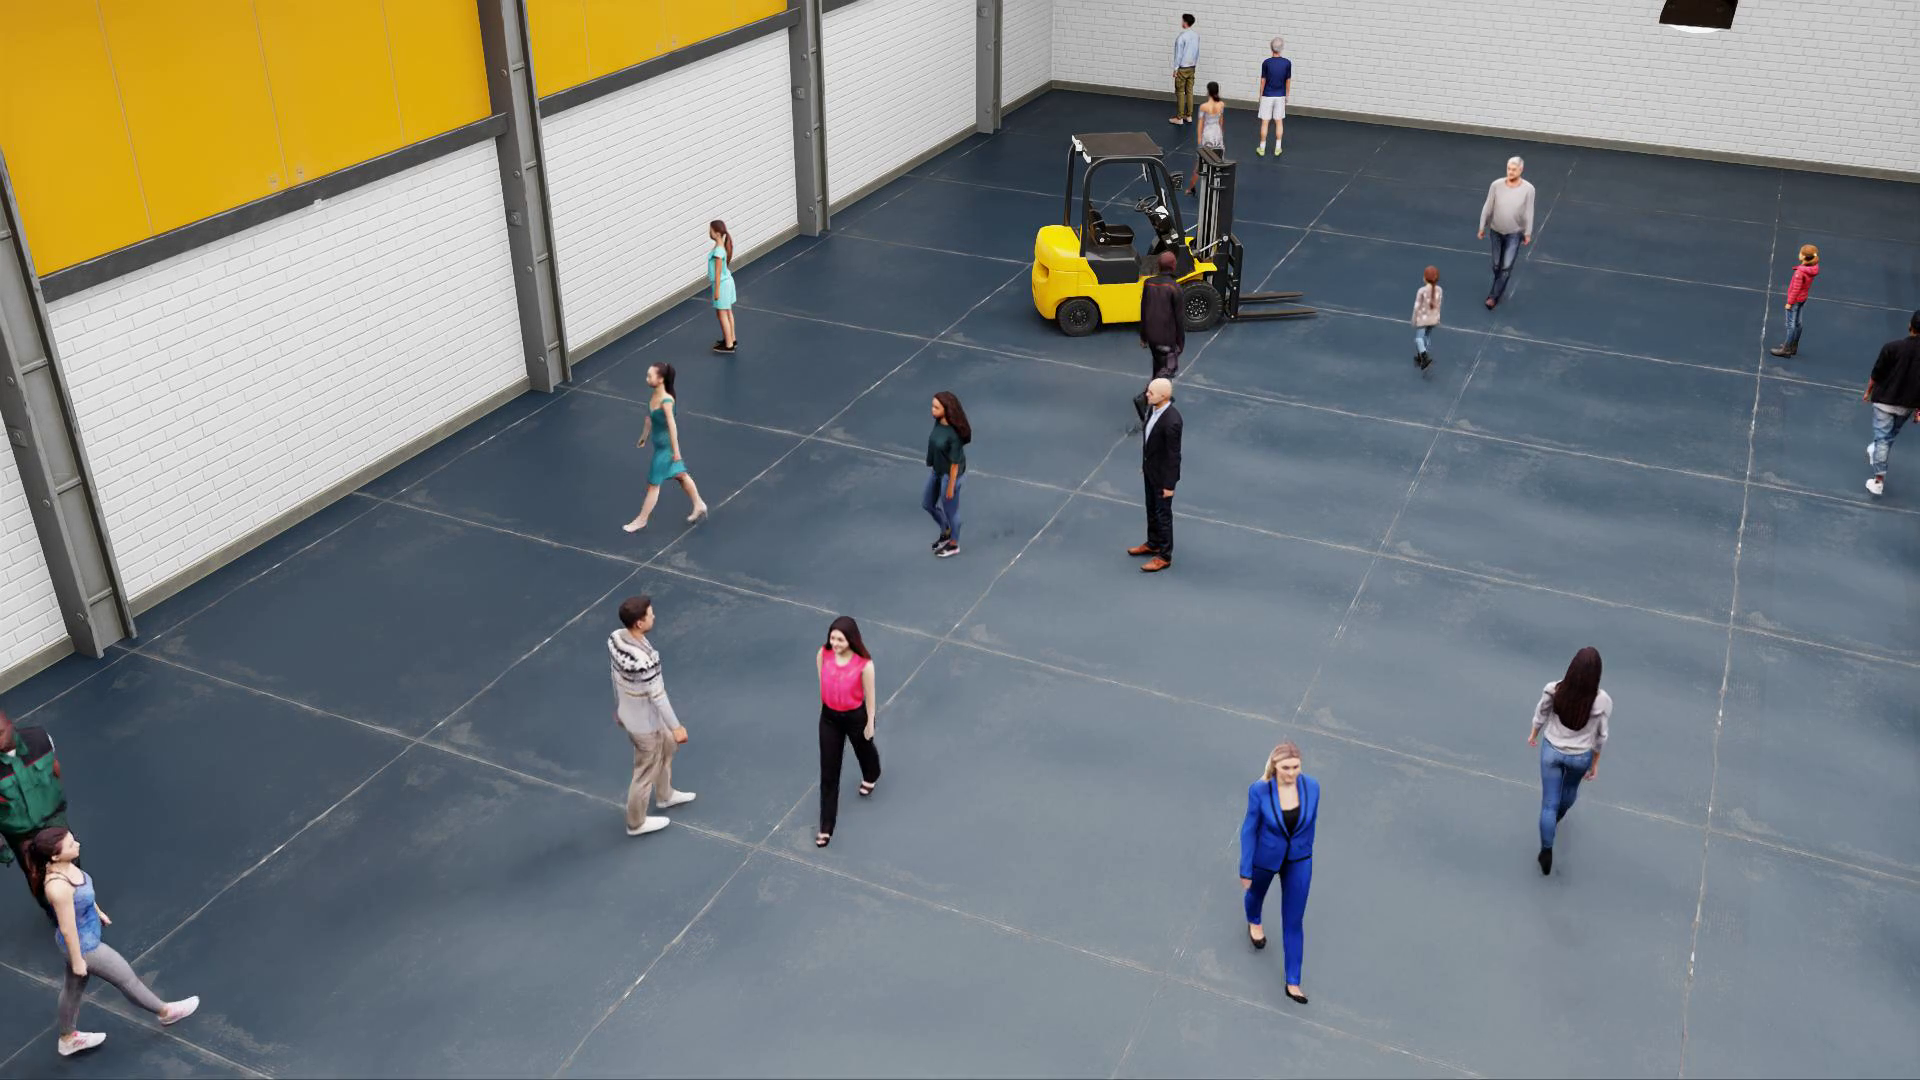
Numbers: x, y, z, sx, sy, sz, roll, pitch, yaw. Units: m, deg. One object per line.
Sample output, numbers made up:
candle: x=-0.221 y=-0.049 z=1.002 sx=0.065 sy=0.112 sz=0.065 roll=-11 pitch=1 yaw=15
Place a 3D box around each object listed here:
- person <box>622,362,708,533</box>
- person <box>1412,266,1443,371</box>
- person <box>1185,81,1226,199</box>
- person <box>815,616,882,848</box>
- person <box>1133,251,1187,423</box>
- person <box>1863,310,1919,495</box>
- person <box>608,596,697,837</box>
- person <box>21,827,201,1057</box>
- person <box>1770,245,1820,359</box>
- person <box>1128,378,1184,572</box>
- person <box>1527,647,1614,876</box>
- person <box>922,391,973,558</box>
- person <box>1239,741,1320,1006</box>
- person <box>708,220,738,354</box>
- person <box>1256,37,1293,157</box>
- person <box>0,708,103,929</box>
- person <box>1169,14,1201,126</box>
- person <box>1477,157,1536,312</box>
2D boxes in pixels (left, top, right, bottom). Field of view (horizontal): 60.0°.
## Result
person: x=-2.623 y=-0.845 z=15.269 sx=1.083 sy=1.636 sz=0.981 roll=-12 pitch=31 yaw=-21
person: x=5.270 y=-2.476 z=18.732 sx=0.704 sy=1.184 sz=0.804 roll=-5 pitch=29 yaw=-8
person: x=3.654 y=-5.633 z=23.887 sx=1.014 sy=1.789 sz=1.081 roll=-9 pitch=30 yaw=-16
person: x=-0.749 y=1.231 z=11.489 sx=0.688 sy=1.613 sz=1.148 roll=9 pitch=30 yaw=16
person: x=2.070 y=-2.100 z=17.404 sx=0.908 sy=1.794 sz=1.162 roll=23 pitch=36 yaw=36
person: x=8.985 y=-1.285 z=15.952 sx=0.861 sy=1.755 sz=1.242 roll=7 pitch=29 yaw=12
person: x=-2.219 y=1.228 z=11.259 sx=0.984 sy=1.837 sz=0.919 roll=-14 pitch=32 yaw=-24
person: x=-5.094 y=2.328 z=9.522 sx=1.091 sy=1.568 sz=0.944 roll=-16 pitch=32 yaw=-27
person: x=9.626 y=-2.751 z=19.097 sx=0.543 sy=1.317 sz=0.648 roll=-21 pitch=35 yaw=-33
person: x=1.761 y=-0.600 z=14.651 sx=0.823 sy=1.797 sz=0.753 roll=-9 pitch=30 yaw=-16
person: x=4.015 y=1.494 z=11.034 sx=0.695 sy=1.586 sz=1.035 roll=9 pitch=30 yaw=16
person: x=-0.046 y=-0.594 z=14.837 sx=0.781 sy=1.610 sz=0.731 roll=-14 pitch=32 yaw=-24
person: x=1.912 y=1.911 z=10.197 sx=1.023 sy=1.655 sz=1.226 roll=-3 pitch=29 yaw=-5
person: x=-2.737 y=-2.937 z=19.185 sx=0.668 sy=1.559 sz=0.556 roll=3 pitch=29 yaw=6
person: x=4.986 y=-7.055 z=26.444 sx=0.713 sy=1.837 sz=0.696 roll=0 pitch=29 yaw=0
person: x=-5.815 y=1.726 z=10.395 sx=0.867 sy=1.790 sz=0.804 roll=18 pitch=33 yaw=29
person: x=3.817 y=-7.985 z=28.175 sx=0.674 sy=1.812 sz=0.821 roll=-21 pitch=35 yaw=-34
person: x=6.738 y=-3.785 z=20.427 sx=0.942 sy=1.858 sz=1.264 roll=20 pitch=34 yaw=32
